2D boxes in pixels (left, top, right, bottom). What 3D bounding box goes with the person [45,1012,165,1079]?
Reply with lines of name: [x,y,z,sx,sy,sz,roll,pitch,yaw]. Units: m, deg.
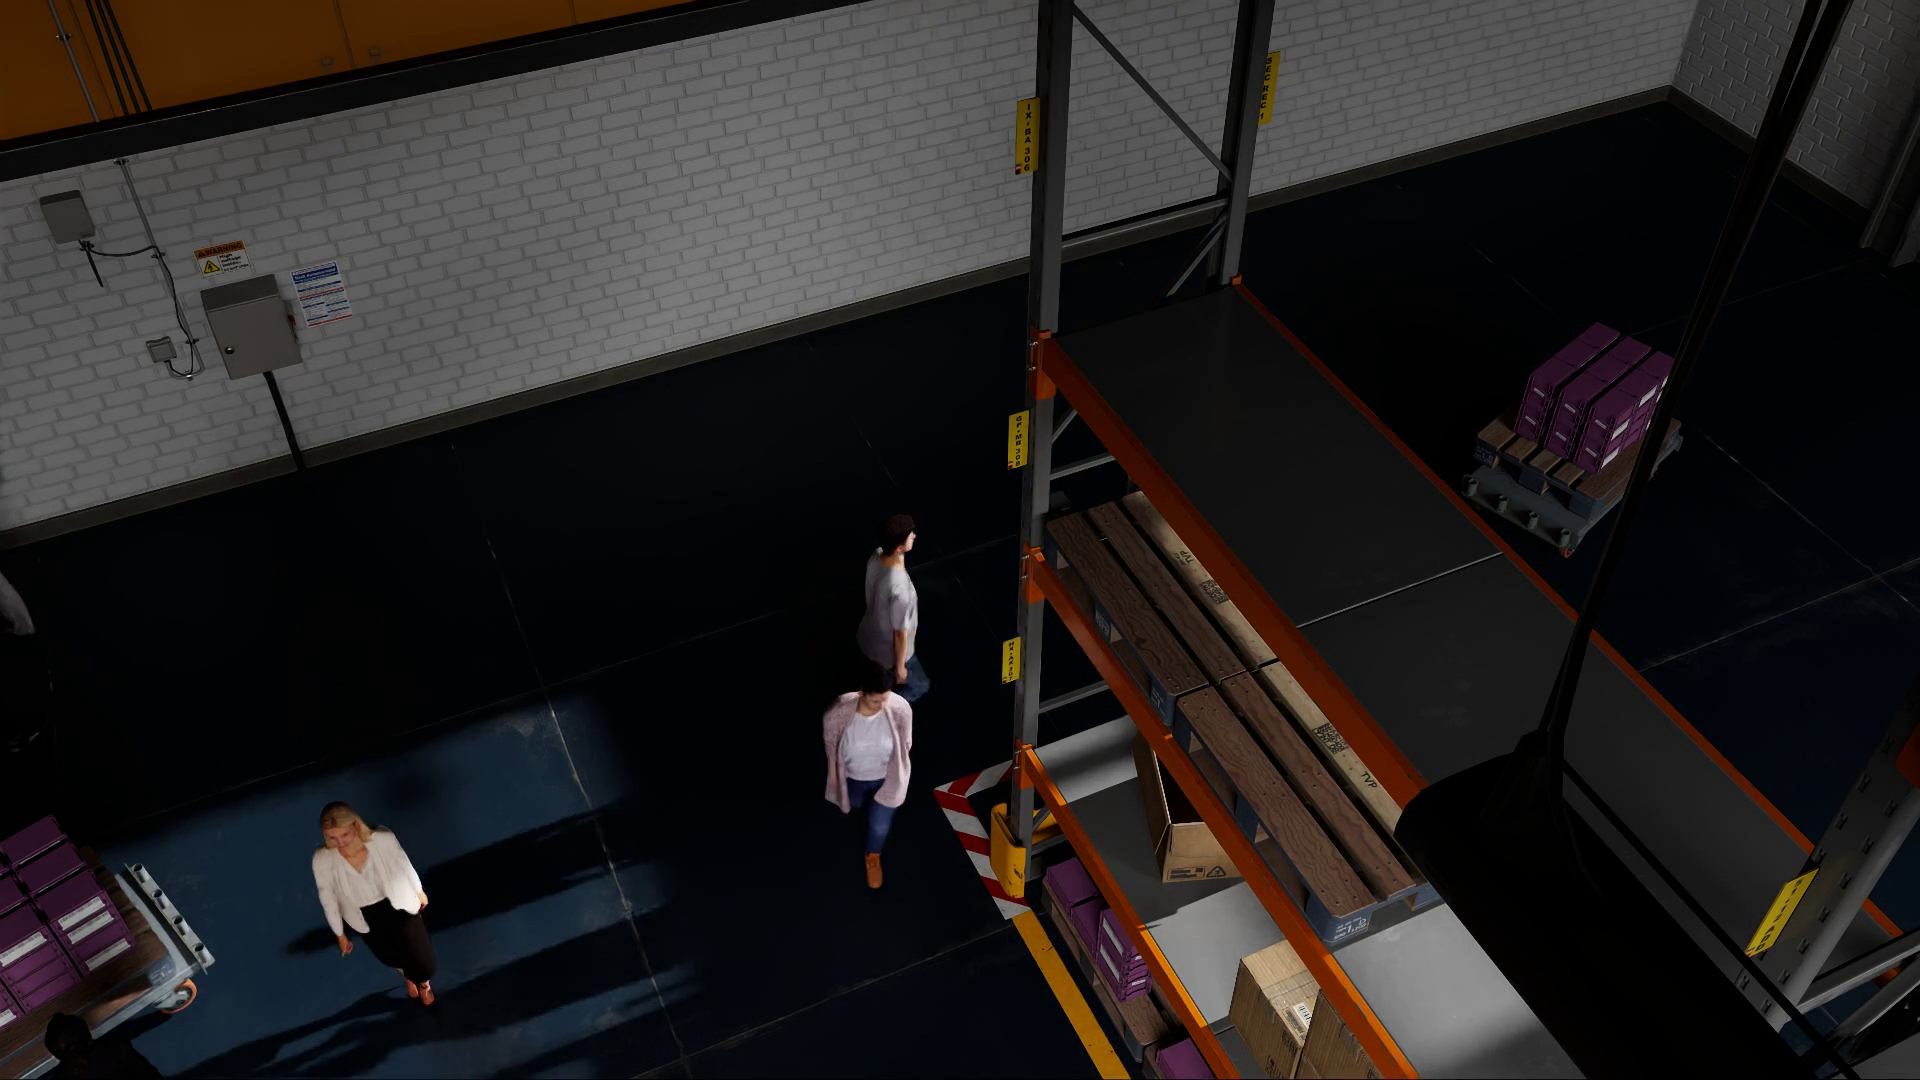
person: [-4.070,2.783,8.094,0.720,1.640,0.671,34,53,30]

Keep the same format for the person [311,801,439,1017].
person: [-3.089,1.918,8.853,0.646,1.846,0.673,-16,46,-16]

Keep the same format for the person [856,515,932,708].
person: [-0.511,0.625,10.195,0.800,1.866,0.638,-15,46,-16]

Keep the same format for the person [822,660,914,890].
person: [-0.526,1.245,9.656,0.949,1.712,1.132,0,44,0]
